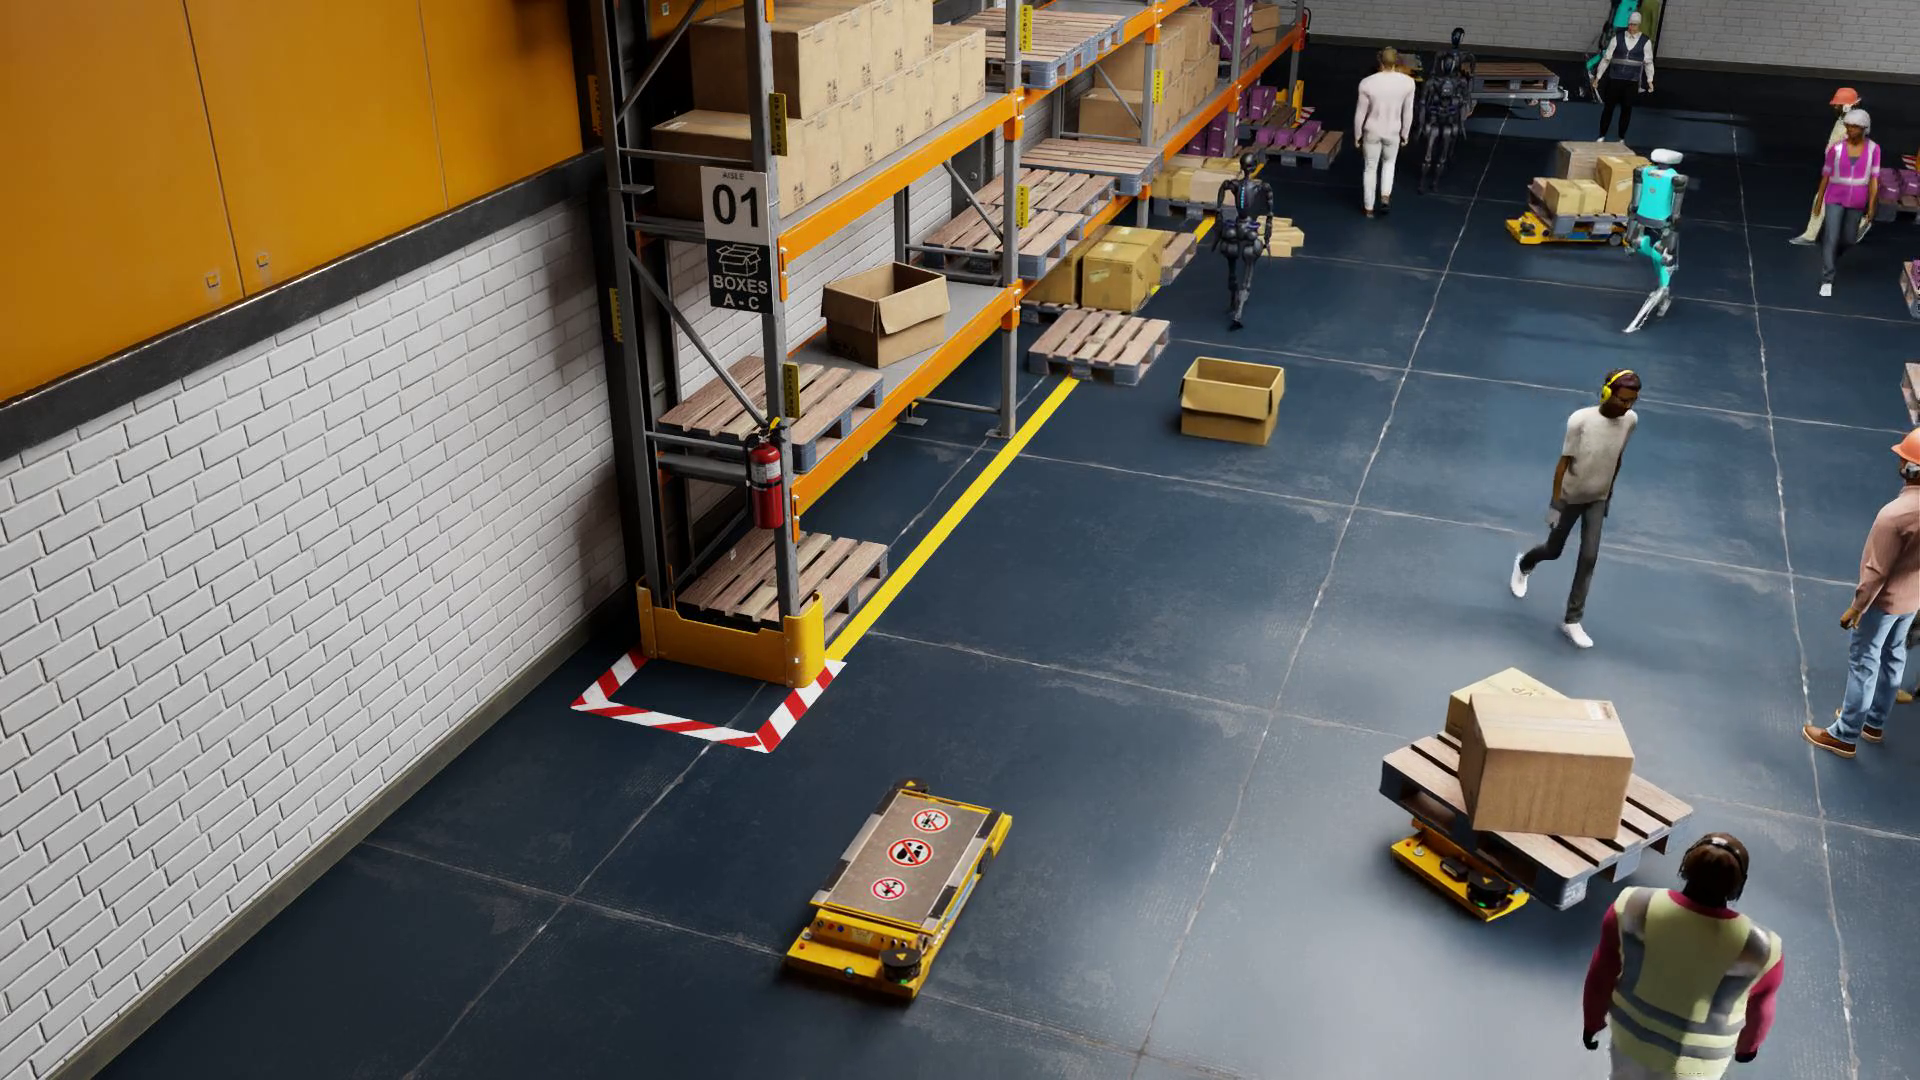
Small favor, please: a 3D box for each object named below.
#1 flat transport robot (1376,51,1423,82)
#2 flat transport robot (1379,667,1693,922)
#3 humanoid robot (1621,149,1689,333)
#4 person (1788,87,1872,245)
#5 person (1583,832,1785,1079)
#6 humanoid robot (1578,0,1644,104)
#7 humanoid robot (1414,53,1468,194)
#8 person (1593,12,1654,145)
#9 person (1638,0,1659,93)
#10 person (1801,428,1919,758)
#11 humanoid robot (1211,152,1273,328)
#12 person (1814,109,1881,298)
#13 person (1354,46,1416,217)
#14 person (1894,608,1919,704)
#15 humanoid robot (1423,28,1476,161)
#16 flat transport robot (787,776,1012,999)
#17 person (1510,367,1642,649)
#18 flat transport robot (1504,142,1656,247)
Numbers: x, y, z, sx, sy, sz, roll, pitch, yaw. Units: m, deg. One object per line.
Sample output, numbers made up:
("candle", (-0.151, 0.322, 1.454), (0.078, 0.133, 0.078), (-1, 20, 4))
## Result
("flat transport robot", (6.922, -7.452, 26.205), (0.659, 0.231, 1.431), (5, 28, 10))
("flat transport robot", (3.025, 1.528, 8.786), (1.431, 0.231, 0.659), (-17, 32, -29))
("humanoid robot", (6.707, -2.868, 15.733), (0.954, 1.769, 0.540), (-19, 33, -32))
("person", (9.557, -4.011, 17.952), (0.759, 1.714, 0.576), (9, 29, 16))
("person", (2.754, 1.881, 6.413), (0.633, 1.823, 0.710), (20, 34, 34))
("humanoid robot", (9.377, -7.252, 24.281), (0.555, 1.824, 0.915), (-11, 29, -20))
("humanoid robot", (5.748, -4.946, 19.808), (0.609, 1.654, 0.377), (2, 27, 4))
("person", (8.715, -6.027, 21.814), (0.756, 1.758, 0.448), (11, 29, 20))
("person", (10.146, -7.528, 24.861), (0.496, 1.632, 0.289), (22, 35, 36))
("person", (5.181, 0.299, 9.291), (0.607, 1.994, 0.375), (-15, 31, -27))
("humanoid robot", (2.668, -2.862, 15.816), (0.593, 1.641, 0.760), (10, 29, 18))
("person", (8.878, -3.406, 16.672), (0.530, 1.804, 0.826), (8, 28, 16))
("person", (4.787, -4.628, 18.915), (0.647, 1.929, 0.441), (2, 27, 4))
("person", (5.702, 0.232, 9.582), (0.698, 1.846, 0.607), (23, 35, 37))
("humanoid robot", (6.268, -5.695, 21.245), (0.599, 1.657, 0.315), (10, 29, 19))
("flat transport robot", (-0.273, 1.719, 8.416), (0.659, 0.231, 1.431), (10, 29, 18))
("person", (3.937, -0.294, 10.621), (0.560, 1.826, 0.833), (-5, 28, -10))
("flat transport robot", (6.862, -3.468, 18.477), (1.431, 0.231, 0.659), (0, 27, 1))
